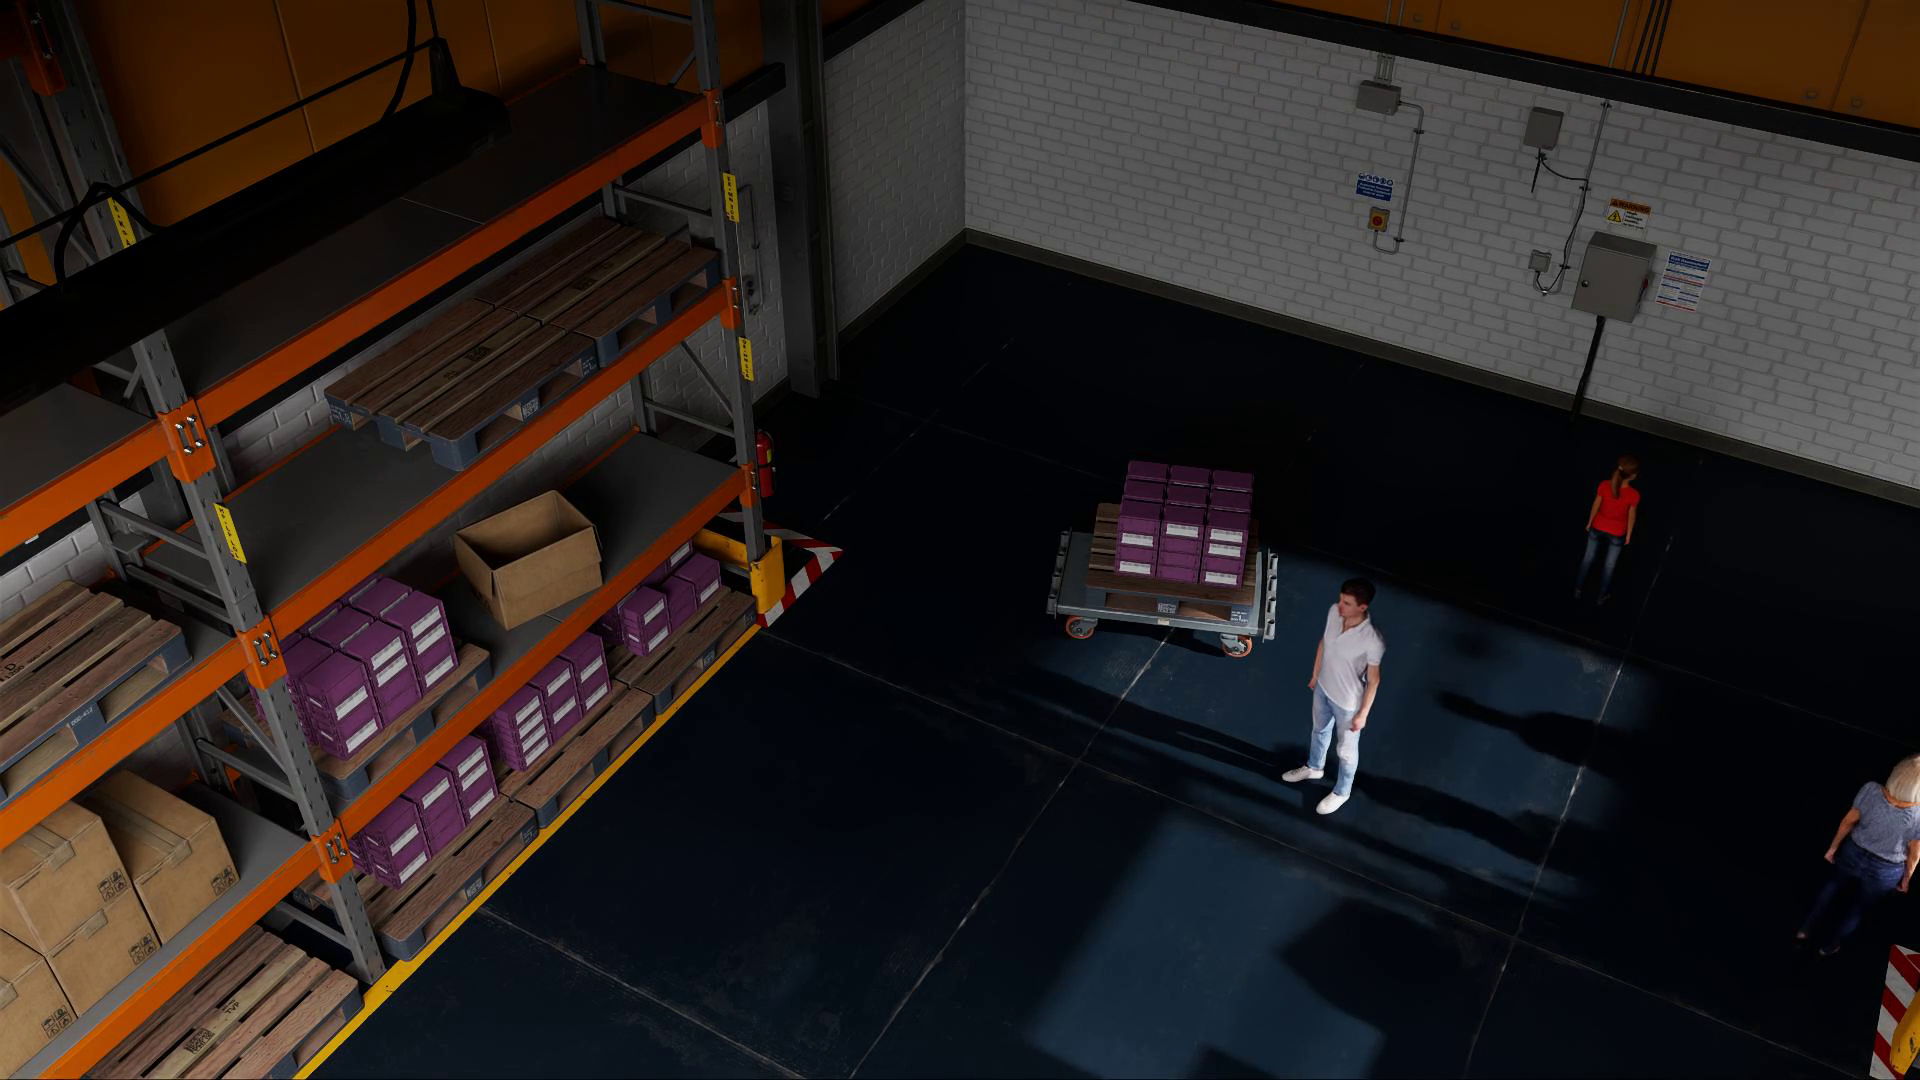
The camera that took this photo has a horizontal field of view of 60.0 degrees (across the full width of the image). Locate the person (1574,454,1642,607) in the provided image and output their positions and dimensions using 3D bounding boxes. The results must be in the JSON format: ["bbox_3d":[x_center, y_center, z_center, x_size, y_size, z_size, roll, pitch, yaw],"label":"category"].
[{"bbox_3d":[4.798,-0.074,12.304,0.496,1.309,0.504,23,44,26],"label":"person"}]

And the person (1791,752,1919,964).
[{"bbox_3d":[5.175,1.885,9.527,0.761,1.713,0.706,-25,45,-28],"label":"person"}]

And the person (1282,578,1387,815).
[{"bbox_3d":[2.428,0.967,10.567,0.732,1.850,0.734,-19,42,-22],"label":"person"}]
